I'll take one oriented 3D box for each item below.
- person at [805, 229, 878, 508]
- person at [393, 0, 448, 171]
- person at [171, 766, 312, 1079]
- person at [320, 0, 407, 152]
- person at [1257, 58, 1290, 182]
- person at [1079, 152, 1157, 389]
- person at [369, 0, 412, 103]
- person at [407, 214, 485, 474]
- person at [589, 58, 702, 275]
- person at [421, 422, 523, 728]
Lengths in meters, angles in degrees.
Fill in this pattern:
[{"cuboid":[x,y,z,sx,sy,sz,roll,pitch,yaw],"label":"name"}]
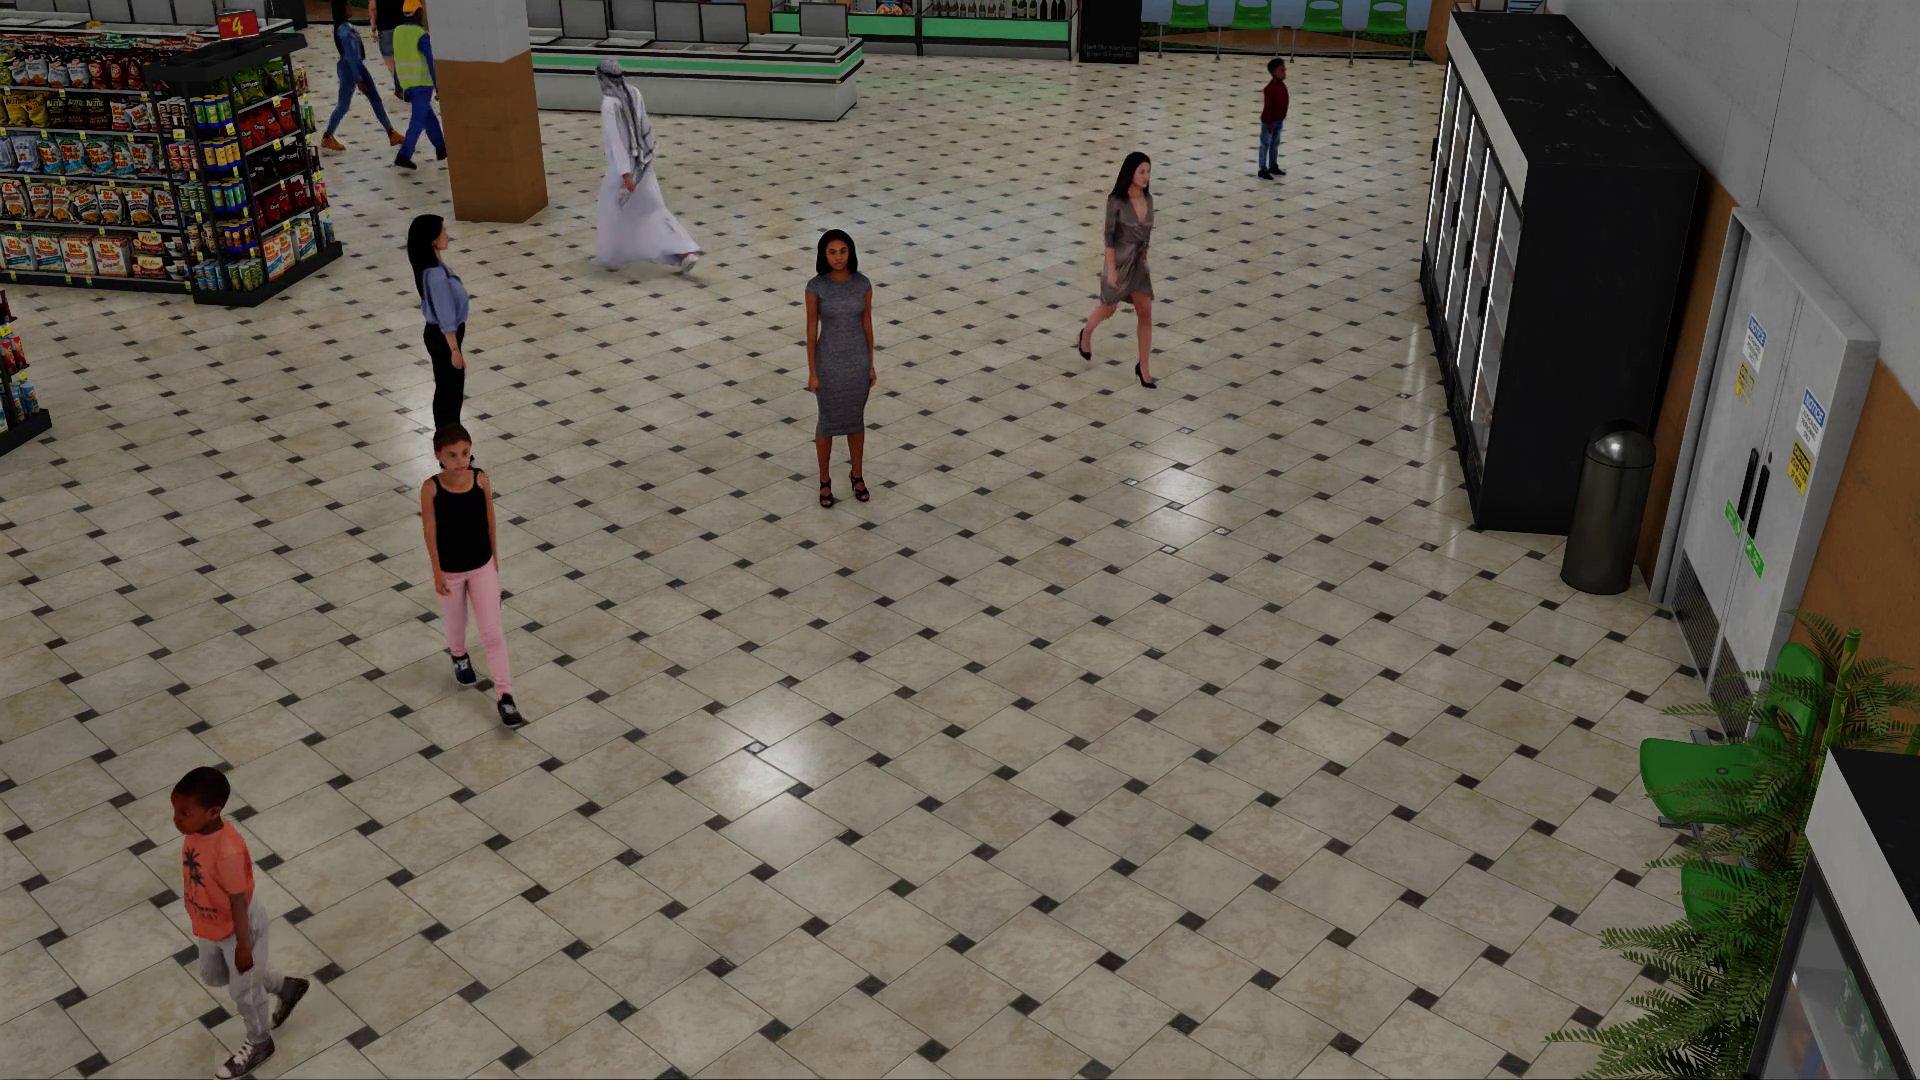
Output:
[{"cuboid":[-0.741,-1.062,10.362,0.612,1.781,0.726,-9,28,-17],"label":"person"},{"cuboid":[-5.885,-4.851,17.844,1.223,1.770,0.997,13,30,24],"label":"person"},{"cuboid":[-2.631,1.366,6.103,0.701,1.303,0.734,23,35,37],"label":"person"},{"cuboid":[-6.857,-5.127,18.521,1.298,1.651,0.901,-5,27,-9],"label":"person"},{"cuboid":[3.303,-4.477,17.677,0.624,1.255,0.589,23,35,38],"label":"person"},{"cuboid":[1.164,-1.996,12.283,1.097,1.709,1.104,-14,30,-26],"label":"person"},{"cuboid":[-7.071,-6.372,20.781,1.078,1.827,1.120,-16,31,-28],"label":"person"},{"cuboid":[-3.348,-1.257,10.786,0.759,1.744,0.733,-13,30,-24],"label":"person"},{"cuboid":[-2.779,-3.171,14.427,1.418,1.866,1.003,14,30,26],"label":"person"},{"cuboid":[-2.496,0.132,8.288,1.015,1.527,0.975,-13,30,-24],"label":"person"}]
